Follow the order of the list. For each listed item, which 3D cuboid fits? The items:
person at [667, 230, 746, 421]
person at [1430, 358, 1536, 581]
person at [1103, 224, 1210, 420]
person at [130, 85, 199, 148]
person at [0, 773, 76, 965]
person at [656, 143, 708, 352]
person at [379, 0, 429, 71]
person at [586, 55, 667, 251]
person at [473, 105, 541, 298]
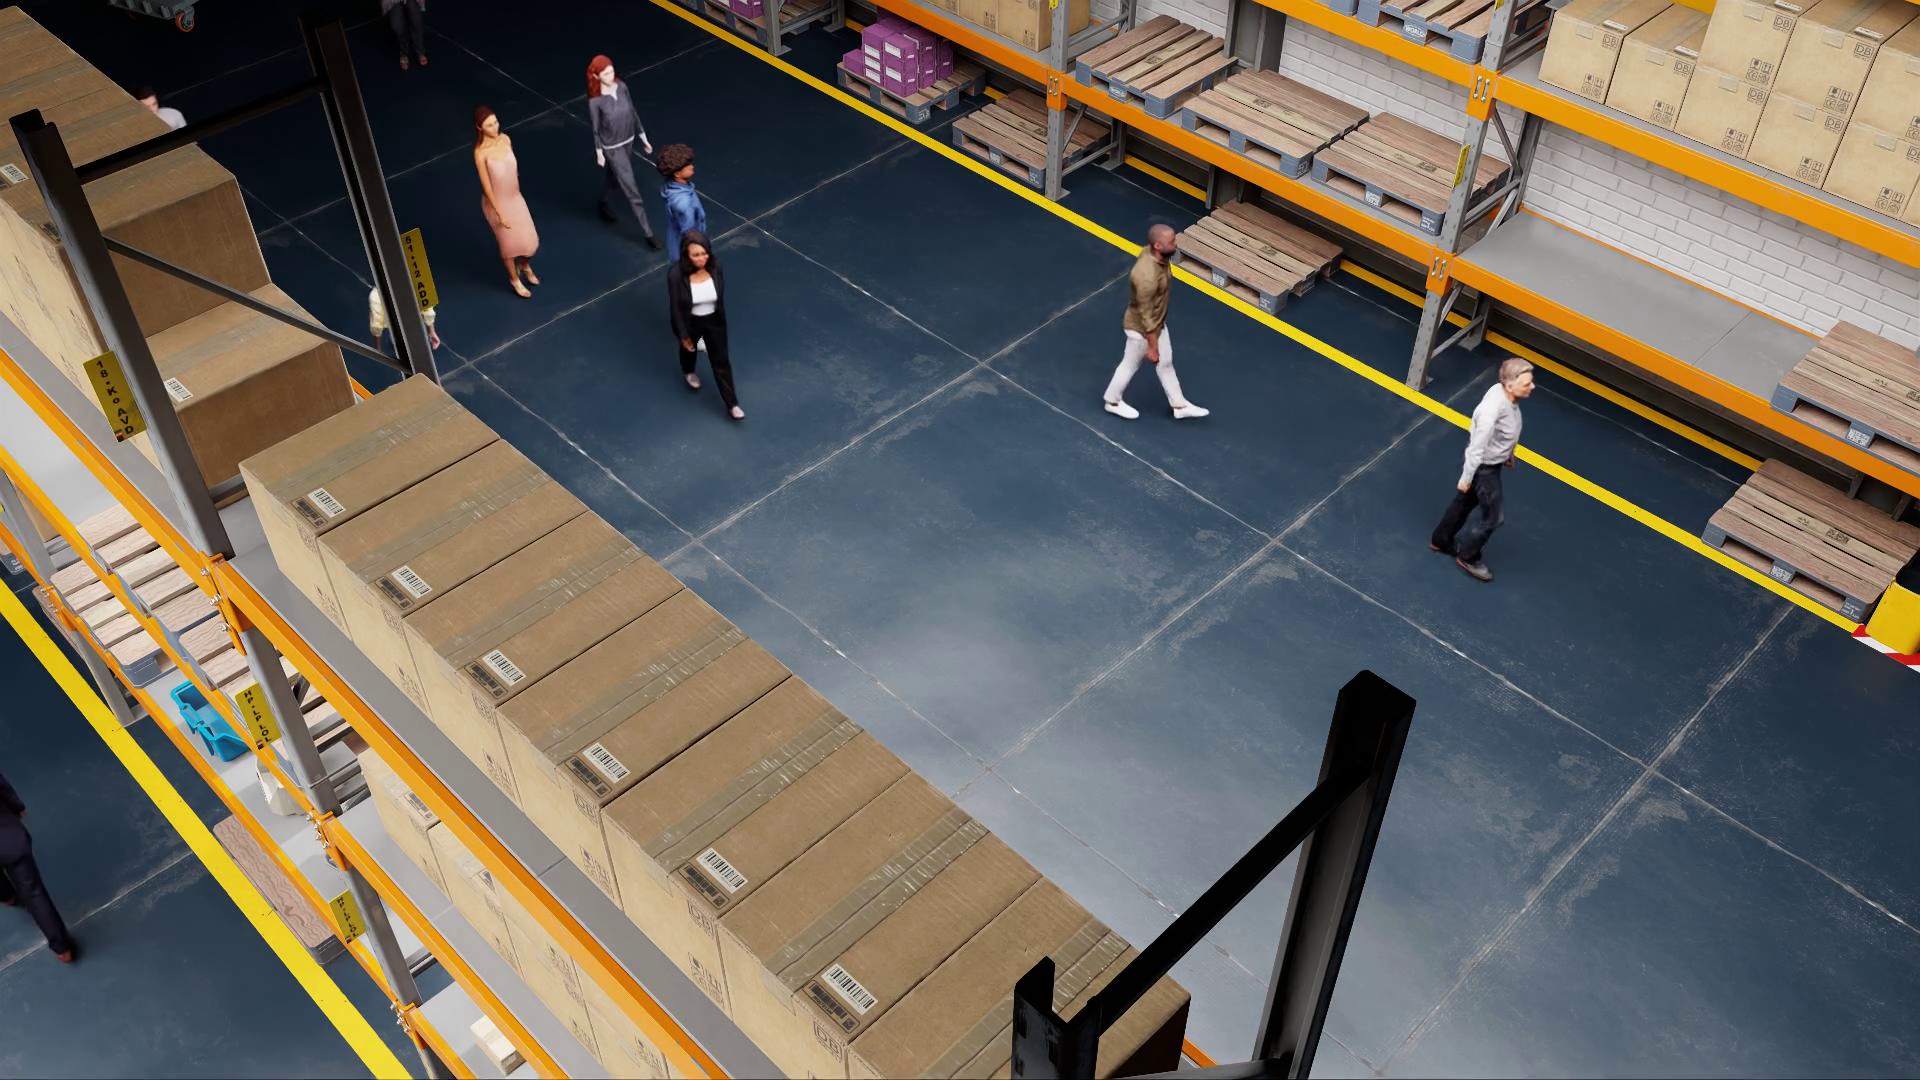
[{"bbox_3d":[-2.059,-1.726,12.878,0.809,1.570,1.173,-23,48,-22],"label":"person"},{"bbox_3d":[3.544,-0.564,11.489,0.830,1.803,0.765,19,47,19],"label":"person"},{"bbox_3d":[1.337,-1.632,12.616,1.197,1.794,1.016,15,46,15],"label":"person"},{"bbox_3d":[-6.725,-3.074,14.104,0.868,1.830,0.711,31,51,28],"label":"person"},{"bbox_3d":[-5.270,1.750,9.144,0.650,1.686,1.061,-32,52,-29],"label":"person"},{"bbox_3d":[-2.204,-2.363,13.371,0.816,1.811,0.691,-11,45,-11],"label":"person"},{"bbox_3d":[-5.711,-5.629,16.956,0.722,1.595,0.757,-19,47,-19],"label":"person"},{"bbox_3d":[-3.048,-3.441,14.562,1.188,1.730,0.749,26,50,25],"label":"person"},{"bbox_3d":[-3.860,-2.816,13.842,0.642,1.818,0.612,25,49,24],"label":"person"}]
